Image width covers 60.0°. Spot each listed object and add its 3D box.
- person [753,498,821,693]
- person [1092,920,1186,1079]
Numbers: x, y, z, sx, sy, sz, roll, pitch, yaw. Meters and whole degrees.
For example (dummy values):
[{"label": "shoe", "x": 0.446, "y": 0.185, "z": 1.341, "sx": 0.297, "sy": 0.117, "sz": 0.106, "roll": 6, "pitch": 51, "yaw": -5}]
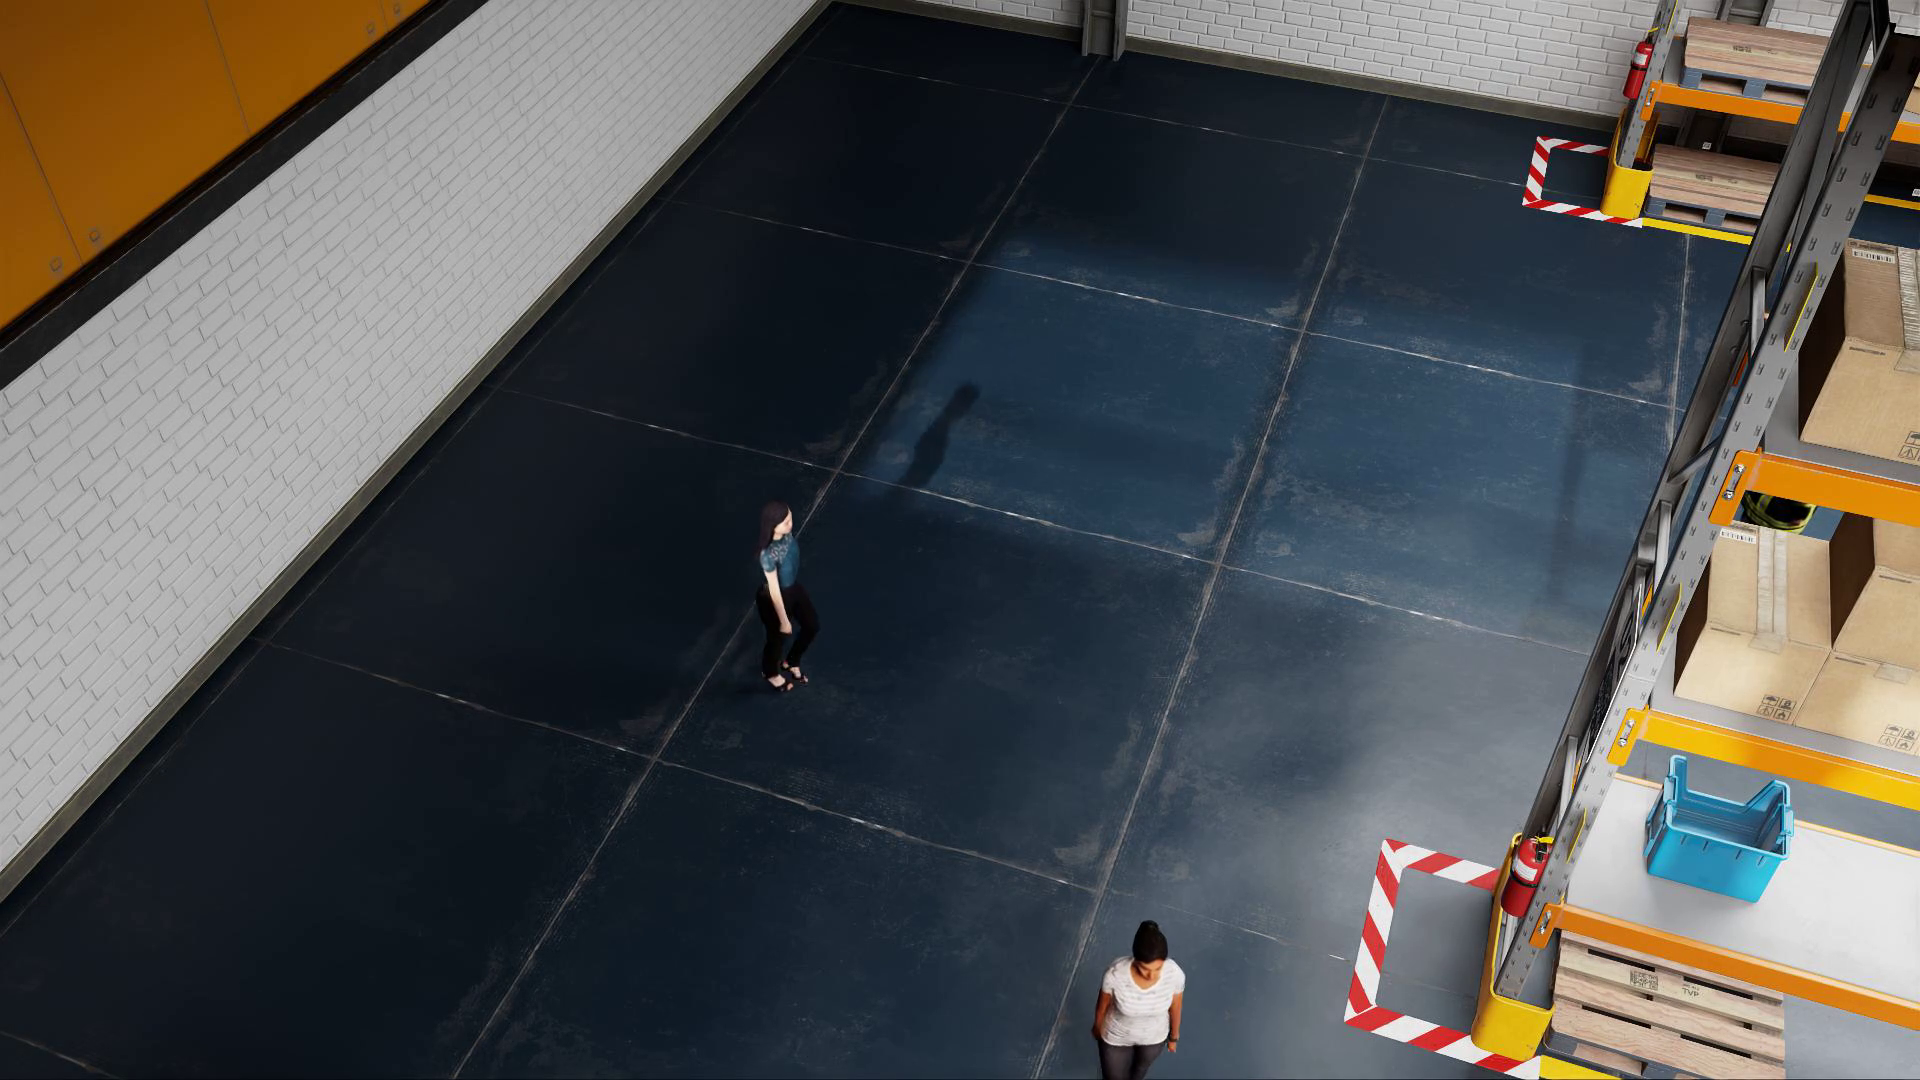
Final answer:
[{"label": "person", "x": -1.222, "y": 0.369, "z": 10.576, "sx": 0.678, "sy": 1.723, "sz": 0.636, "roll": 7, "pitch": 44, "yaw": 8}, {"label": "person", "x": 0.882, "y": 2.417, "z": 8.490, "sx": 0.641, "sy": 1.635, "sz": 0.739, "roll": -2, "pitch": 44, "yaw": -2}]
